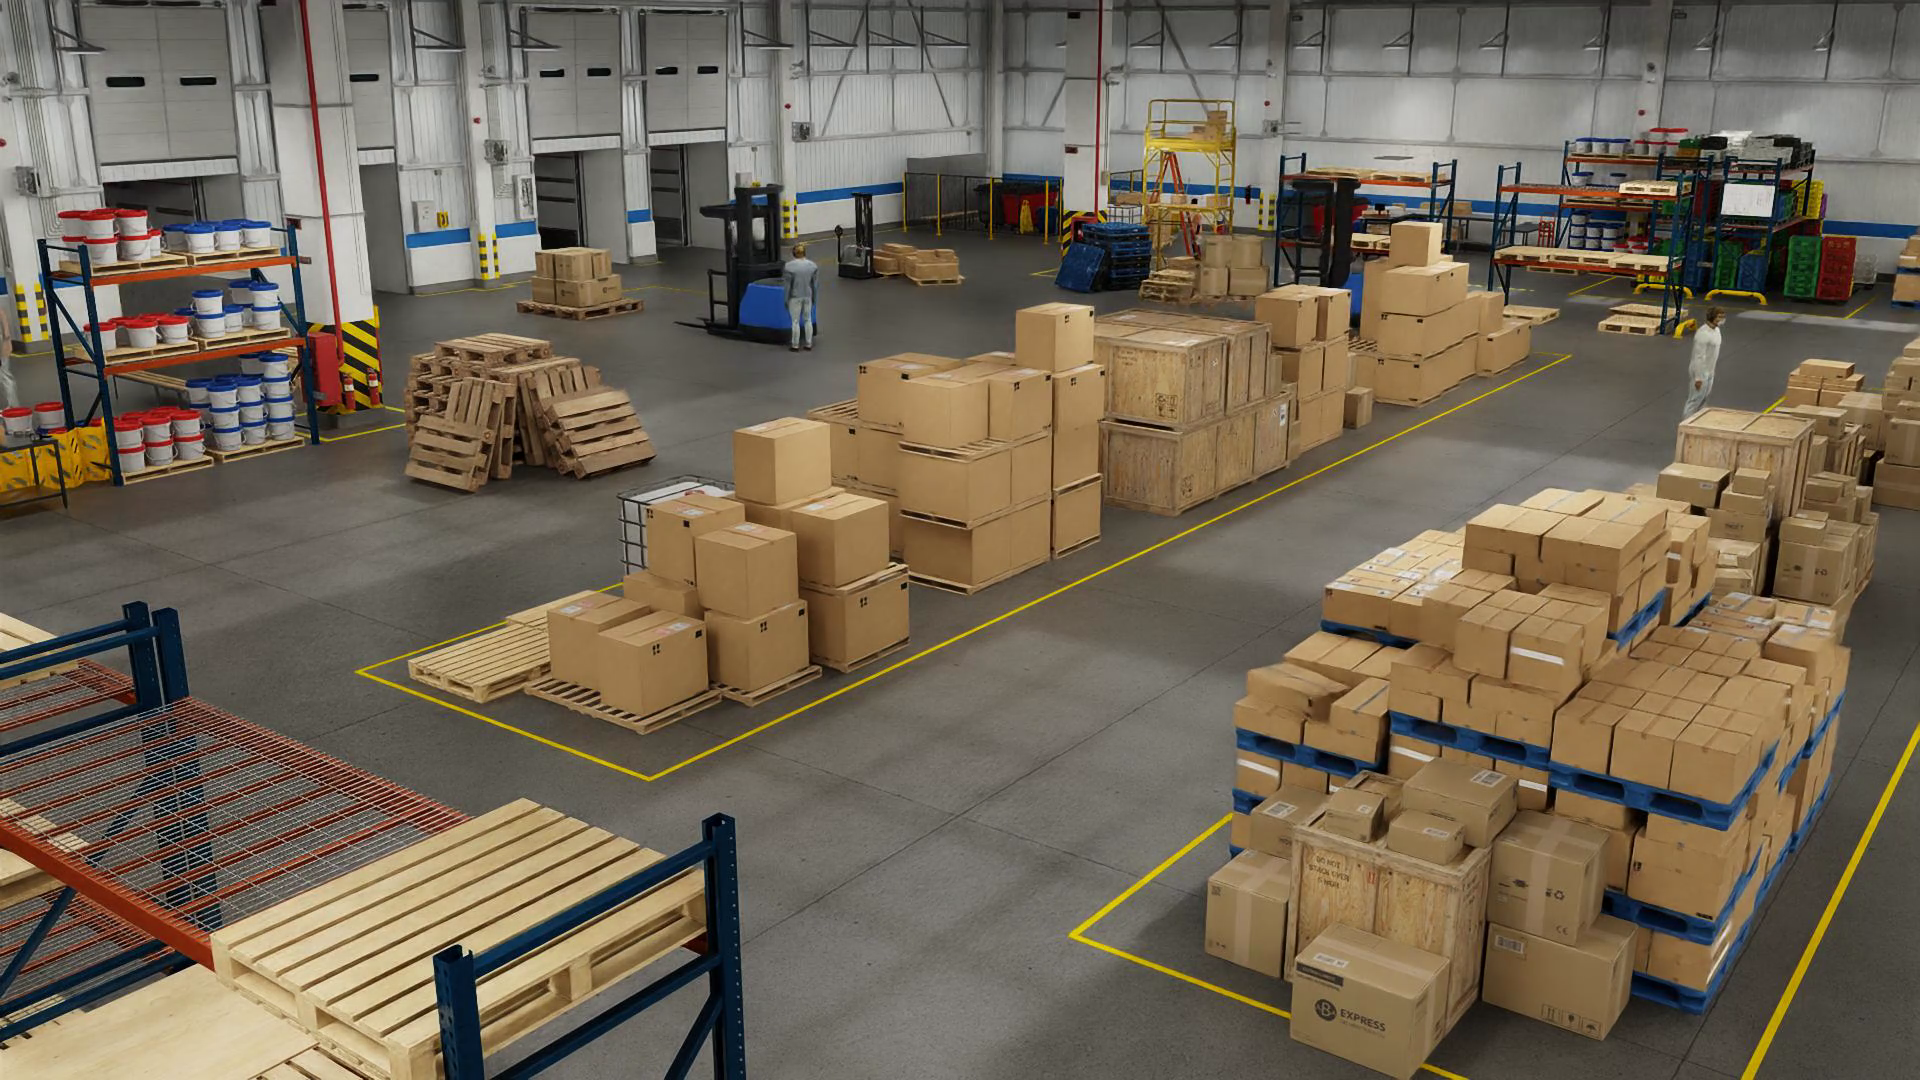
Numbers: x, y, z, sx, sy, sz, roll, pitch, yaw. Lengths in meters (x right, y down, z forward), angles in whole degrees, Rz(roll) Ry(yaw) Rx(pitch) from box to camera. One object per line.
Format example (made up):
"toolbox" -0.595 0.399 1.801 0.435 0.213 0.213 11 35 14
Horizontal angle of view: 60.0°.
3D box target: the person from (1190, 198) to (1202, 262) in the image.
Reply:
"person" 5.728 -7.455 40.473 0.322 1.696 0.536 -2 17 -6

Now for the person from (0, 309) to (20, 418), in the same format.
"person" -14.222 -2.772 24.577 0.382 1.924 0.594 -7 18 -22

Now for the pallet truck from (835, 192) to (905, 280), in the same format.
"pallet truck" -1.936 -7.159 38.982 1.885 1.965 0.823 -12 21 -34

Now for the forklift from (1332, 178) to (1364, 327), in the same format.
"forklift" 7.418 -5.569 32.216 1.873 2.768 1.129 3 17 10

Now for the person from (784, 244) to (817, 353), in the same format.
"person" -2.841 -4.309 29.670 0.634 1.930 0.384 -9 19 -28

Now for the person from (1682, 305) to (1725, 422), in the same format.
"person" 10.267 -2.282 22.964 0.378 1.930 0.624 13 21 37

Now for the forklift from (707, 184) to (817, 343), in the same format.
"forklift" -3.698 -5.178 30.919 1.873 2.768 1.129 12 21 35
